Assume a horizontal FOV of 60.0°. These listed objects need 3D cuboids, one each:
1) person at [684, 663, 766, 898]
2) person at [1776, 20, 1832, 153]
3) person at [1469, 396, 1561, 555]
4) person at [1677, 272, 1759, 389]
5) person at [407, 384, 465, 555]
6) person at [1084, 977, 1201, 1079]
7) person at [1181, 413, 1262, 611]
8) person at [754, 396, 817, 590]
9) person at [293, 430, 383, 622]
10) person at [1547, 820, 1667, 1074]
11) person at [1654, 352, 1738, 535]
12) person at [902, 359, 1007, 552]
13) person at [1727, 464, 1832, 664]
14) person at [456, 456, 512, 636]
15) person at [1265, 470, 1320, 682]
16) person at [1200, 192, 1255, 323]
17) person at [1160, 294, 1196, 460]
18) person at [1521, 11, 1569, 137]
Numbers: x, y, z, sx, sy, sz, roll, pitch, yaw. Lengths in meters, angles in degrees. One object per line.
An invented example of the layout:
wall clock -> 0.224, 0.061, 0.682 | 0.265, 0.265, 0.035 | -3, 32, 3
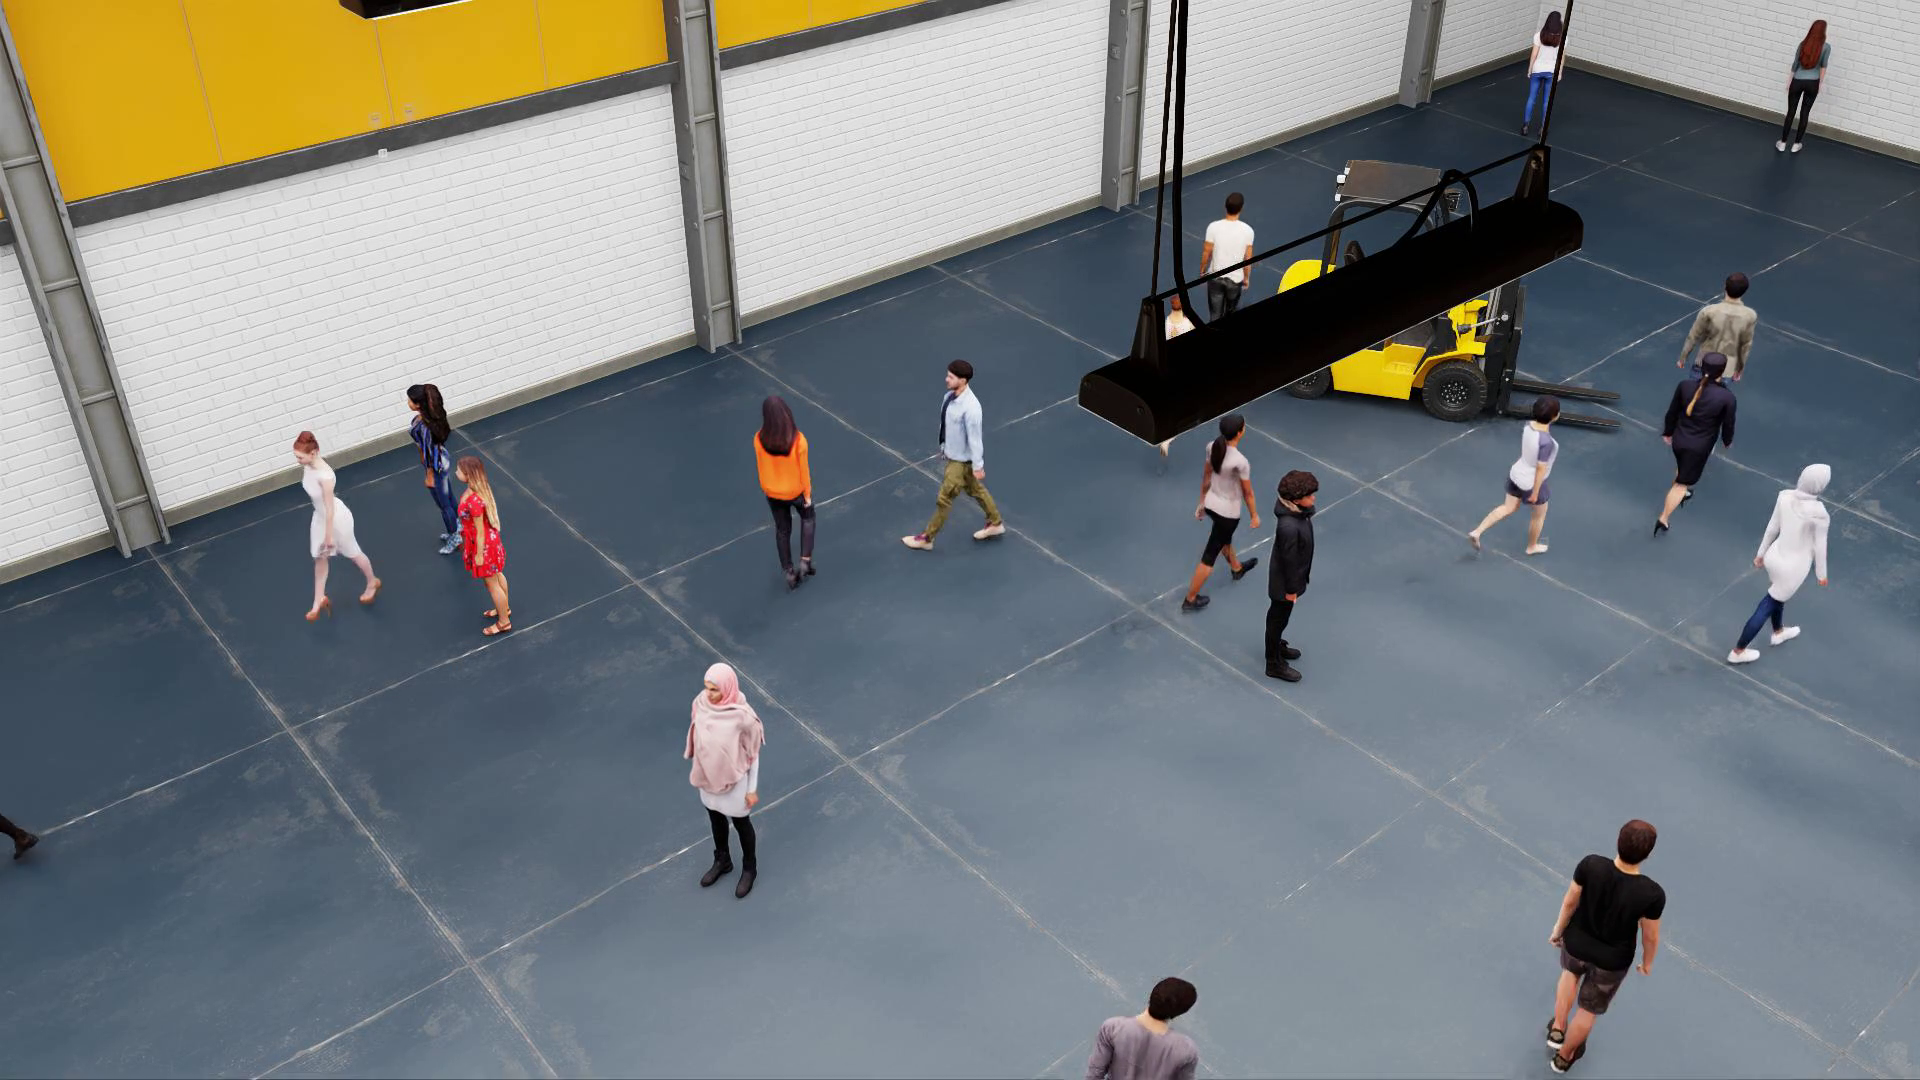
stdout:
person -> -1.505, 1.531, 10.703 | 0.725, 1.803, 0.733 | 15, 36, 21
person -> 11.254, -6.051, 22.165 | 0.650, 1.741, 0.658 | 14, 36, 20
person -> 4.731, -0.501, 14.002 | 1.052, 1.535, 0.829 | -8, 34, -12
person -> 6.917, -1.522, 15.250 | 0.811, 1.854, 0.870 | 3, 34, 4
person -> -4.442, -0.619, 14.108 | 0.713, 1.614, 0.692 | -4, 34, -6
person -> 0.850, 2.963, 8.538 | 0.928, 1.814, 0.926 | 0, 34, 0
person -> 2.035, -0.182, 13.367 | 1.143, 1.706, 0.751 | -17, 37, -24
person -> -1.449, -0.336, 13.579 | 0.762, 1.729, 0.797 | 10, 35, 15
person -> -4.902, -0.159, 13.281 | 0.882, 1.764, 0.663 | -24, 40, -31
person -> 3.574, 2.355, 9.420 | 0.755, 1.851, 0.703 | 24, 40, 31
person -> 6.291, -0.782, 14.343 | 1.046, 1.624, 0.690 | -26, 42, -33
person -> 0.098, -0.703, 14.099 | 1.287, 1.764, 1.034 | -8, 34, -12
person -> 6.238, 0.228, 12.713 | 1.054, 1.748, 0.860 | -8, 35, -12
person -> -3.754, 0.028, 13.153 | 0.689, 1.593, 0.659 | -5, 34, -7
person -> 2.491, 0.247, 12.655 | 0.798, 1.780, 0.720 | 7, 34, 10
person -> 2.705, -2.636, 17.002 | 1.061, 1.771, 1.141 | 4, 34, 6
person -> 1.984, -1.534, 15.481 | 0.859, 1.618, 1.056 | 11, 35, 16
person -> 7.960, -6.340, 22.651 | 0.678, 1.685, 0.672 | 13, 36, 19
